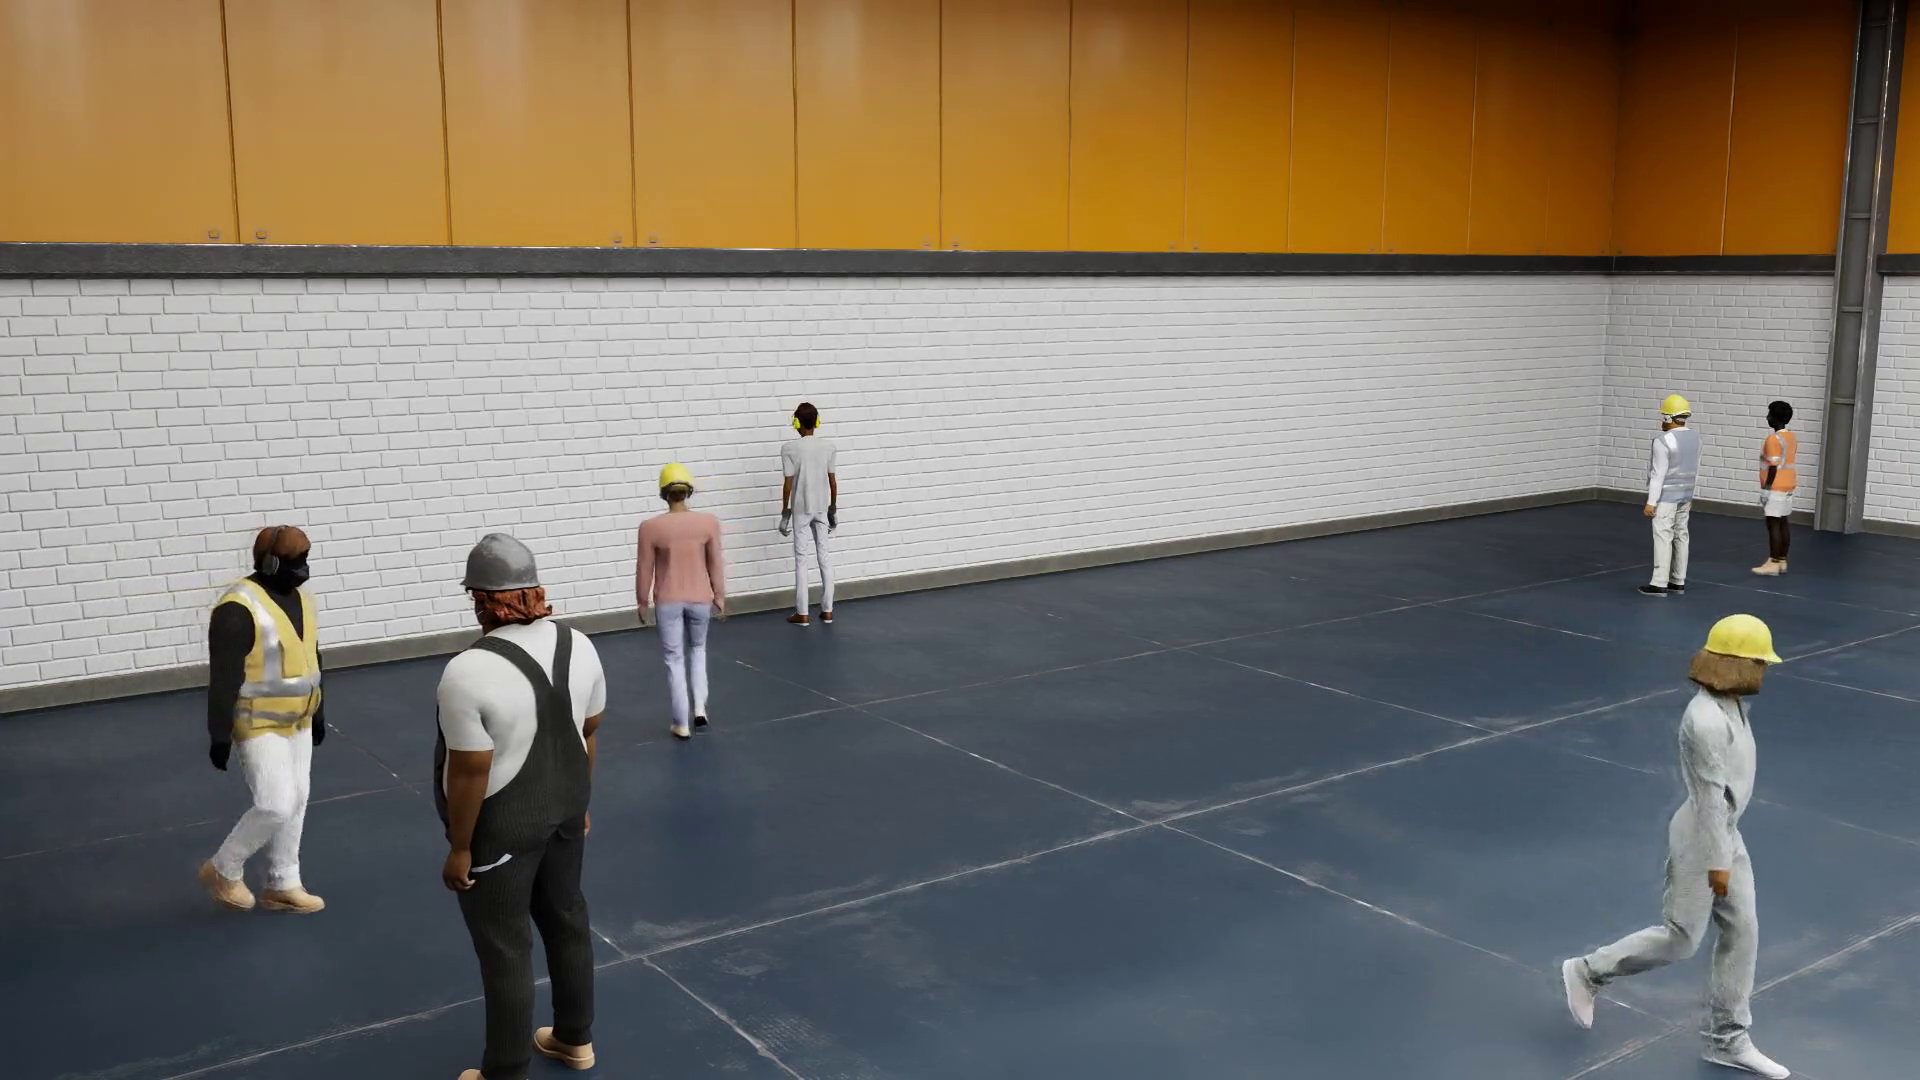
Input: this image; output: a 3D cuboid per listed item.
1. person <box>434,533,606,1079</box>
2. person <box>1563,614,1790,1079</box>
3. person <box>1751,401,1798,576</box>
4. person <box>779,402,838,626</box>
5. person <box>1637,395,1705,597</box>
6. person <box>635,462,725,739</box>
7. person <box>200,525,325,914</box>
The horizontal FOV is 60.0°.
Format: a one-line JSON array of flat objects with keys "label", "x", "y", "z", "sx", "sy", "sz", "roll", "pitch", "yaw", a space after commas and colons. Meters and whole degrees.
[{"label": "person", "x": -1.618, "y": 0.978, "z": 5.955, "sx": 0.536, "sy": 2.000, "sz": 0.688, "roll": 6, "pitch": 11, "yaw": 31}, {"label": "person", "x": 2.706, "y": 1.103, "z": 6.179, "sx": 0.736, "sy": 1.711, "sz": 0.492, "roll": 7, "pitch": 12, "yaw": 39}, {"label": "person", "x": 7.925, "y": -0.503, "z": 16.147, "sx": 0.317, "sy": 1.695, "sz": 0.540, "roll": 9, "pitch": 13, "yaw": 44}, {"label": "person", "x": -1.262, "y": -0.217, "z": 13.871, "sx": 0.509, "sy": 1.865, "sz": 0.329, "roll": -5, "pitch": 10, "yaw": -27}, {"label": "person", "x": 6.436, "y": -0.399, "z": 15.085, "sx": 0.590, "sy": 1.833, "sz": 0.404, "roll": -5, "pitch": 11, "yaw": -30}, {"label": "person", "x": -1.772, "y": 0.378, "z": 10.516, "sx": 0.554, "sy": 1.749, "sz": 0.409, "roll": -4, "pitch": 10, "yaw": -23}, {"label": "person", "x": -3.133, "y": 0.829, "z": 7.539, "sx": 0.479, "sy": 1.821, "sz": 0.666, "roll": 2, "pitch": 9, "yaw": 11}]
